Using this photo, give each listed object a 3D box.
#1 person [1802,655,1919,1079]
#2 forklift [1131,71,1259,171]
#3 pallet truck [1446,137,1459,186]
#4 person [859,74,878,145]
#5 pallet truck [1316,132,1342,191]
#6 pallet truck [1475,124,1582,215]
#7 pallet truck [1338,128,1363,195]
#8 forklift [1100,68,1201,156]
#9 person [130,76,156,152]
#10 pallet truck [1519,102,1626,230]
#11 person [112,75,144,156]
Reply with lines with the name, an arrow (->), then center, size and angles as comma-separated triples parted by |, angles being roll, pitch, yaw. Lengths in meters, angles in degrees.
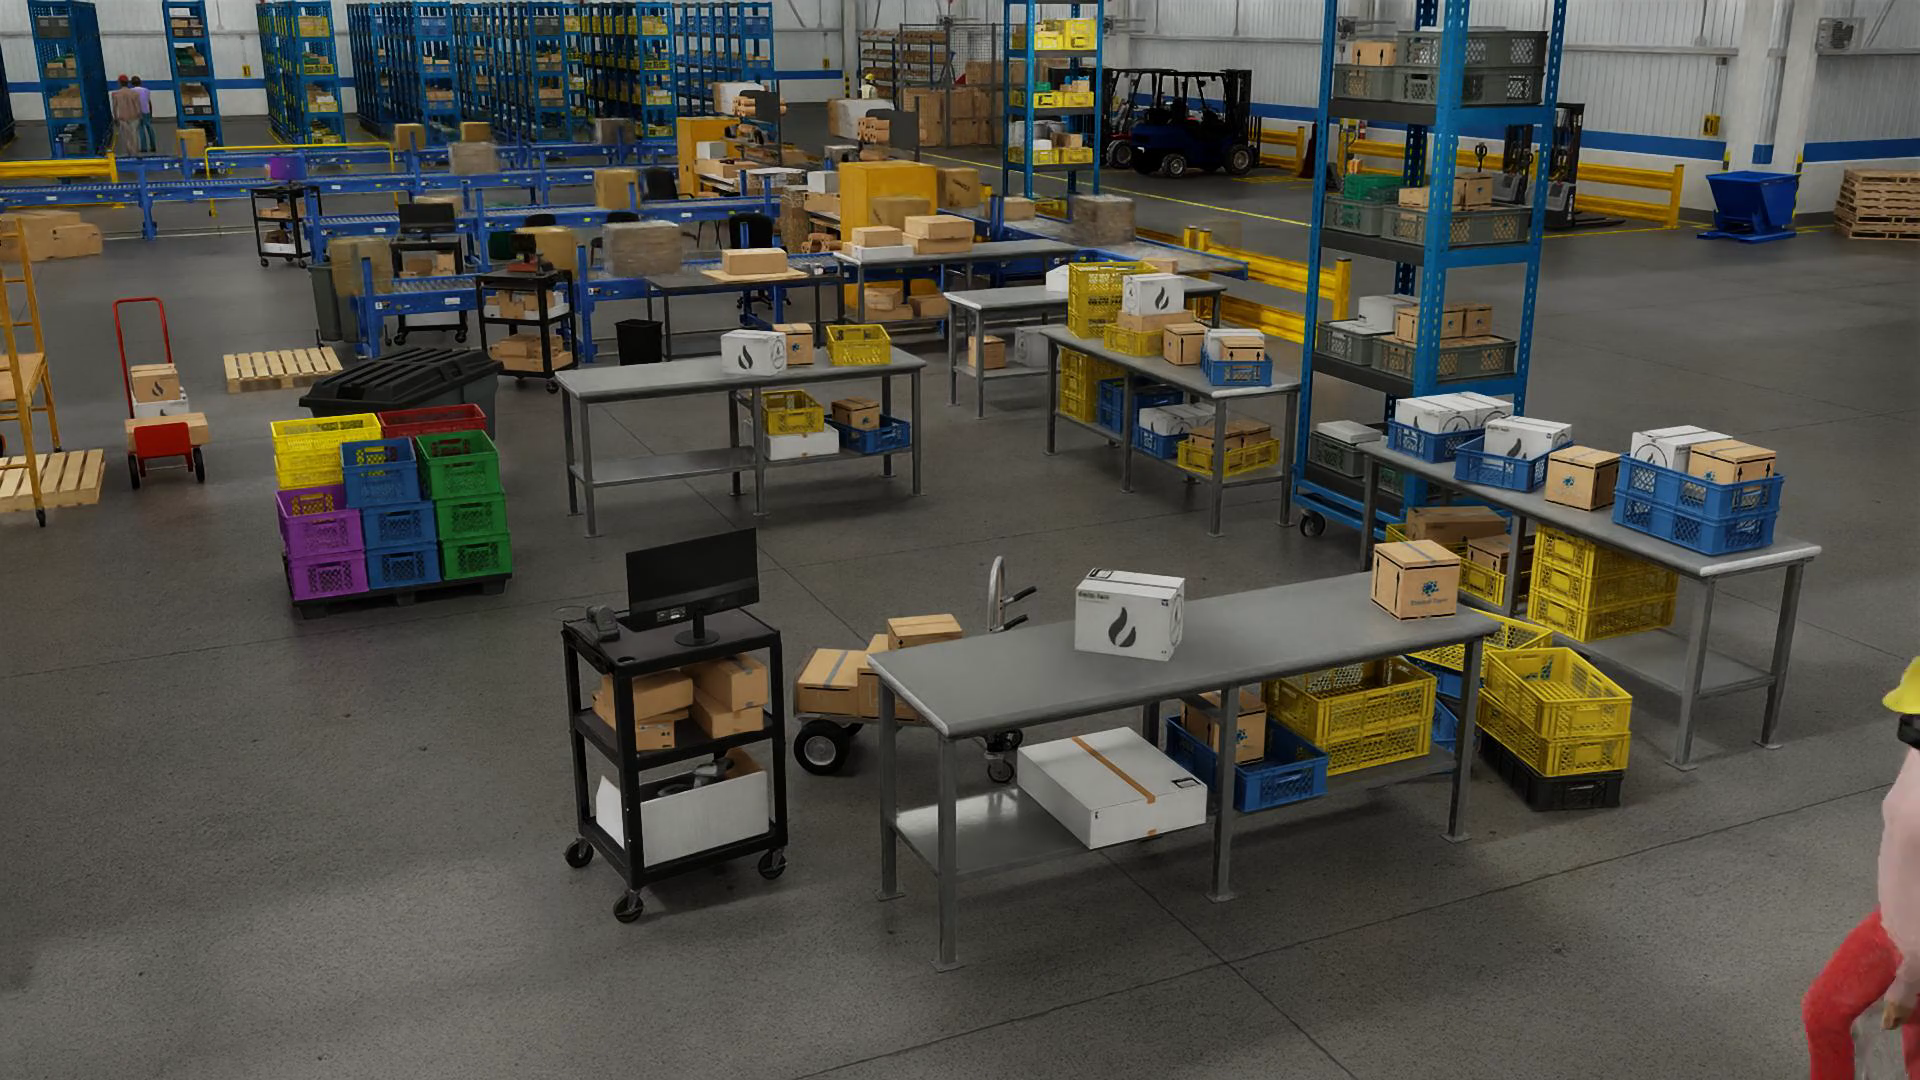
person -> 2.580, 1.117, 4.646 | 0.649, 1.741, 0.560 | 4, 18, 12
forklift -> 4.998, -8.936, 35.413 | 2.680, 1.987, 1.157 | -9, 20, -25
pallet truck -> 9.184, -6.485, 29.328 | 1.630, 1.274, 0.653 | -8, 19, -23
person -> -2.355, -11.262, 43.529 | 0.586, 1.824, 0.403 | 13, 22, 35
pallet truck -> 7.723, -7.504, 32.656 | 1.601, 1.201, 0.680 | -8, 19, -23
pallet truck -> 9.707, -6.455, 28.103 | 1.885, 1.965, 0.823 | -7, 19, -20
pallet truck -> 7.845, -7.140, 31.411 | 1.522, 1.261, 0.704 | -9, 20, -25
forklift -> 4.082, -9.564, 37.410 | 2.680, 1.987, 1.157 | -8, 19, -23
person -> -20.335, -10.578, 41.343 | 0.393, 1.842, 0.564 | 11, 21, 31
pallet truck -> 9.972, -6.037, 26.785 | 1.885, 1.965, 0.823 | -9, 20, -25
person -> -19.579, -9.947, 39.180 | 0.646, 1.942, 0.997 | -9, 20, -27
